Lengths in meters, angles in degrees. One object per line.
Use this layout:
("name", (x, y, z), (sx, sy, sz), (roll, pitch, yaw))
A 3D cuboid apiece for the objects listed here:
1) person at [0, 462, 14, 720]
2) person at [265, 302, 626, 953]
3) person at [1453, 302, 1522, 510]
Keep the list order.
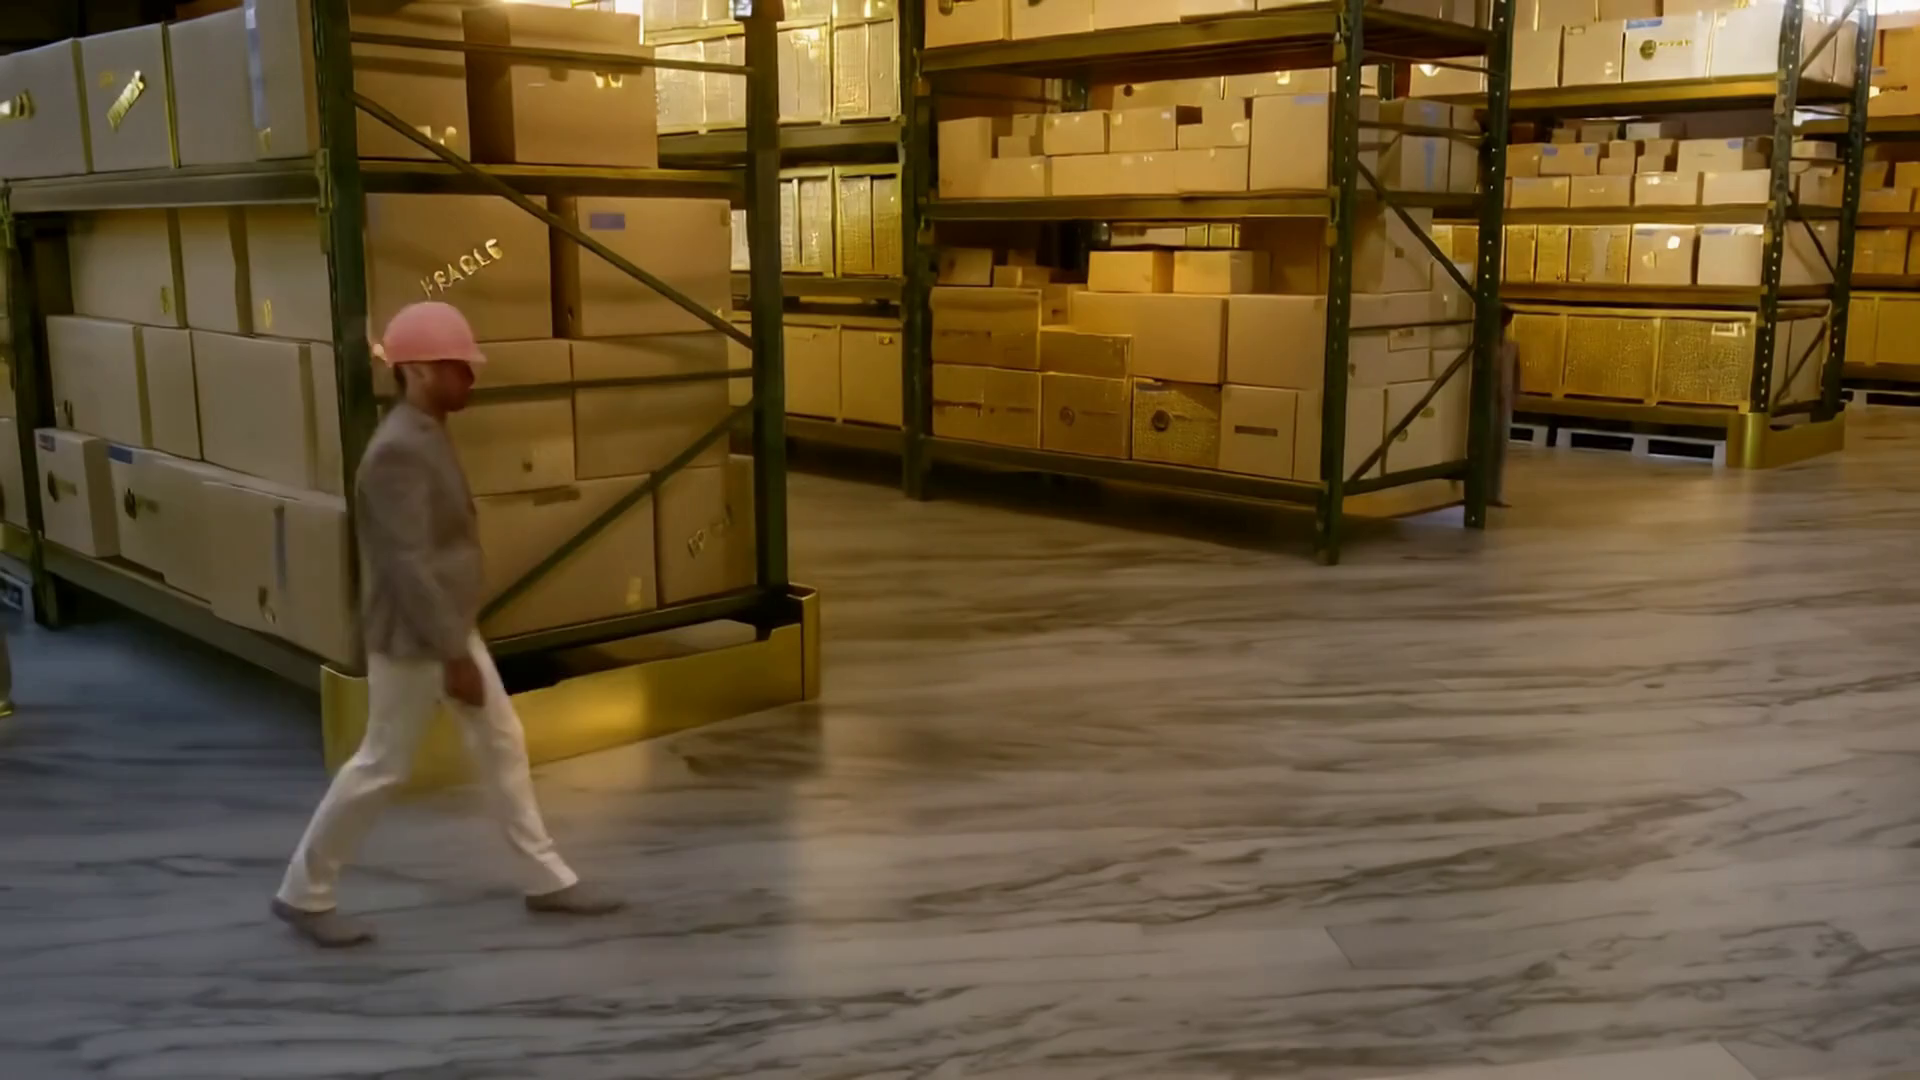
("person", (-4.422, -0.056, 7.199), (0.524, 1.769, 0.315), (-9, 14, -41))
("person", (-1.610, 0.272, 4.950), (1.038, 1.948, 0.615), (-1, 10, -4))
("person", (4.116, -1.047, 12.972), (0.576, 1.623, 0.428), (-4, 11, -21))
